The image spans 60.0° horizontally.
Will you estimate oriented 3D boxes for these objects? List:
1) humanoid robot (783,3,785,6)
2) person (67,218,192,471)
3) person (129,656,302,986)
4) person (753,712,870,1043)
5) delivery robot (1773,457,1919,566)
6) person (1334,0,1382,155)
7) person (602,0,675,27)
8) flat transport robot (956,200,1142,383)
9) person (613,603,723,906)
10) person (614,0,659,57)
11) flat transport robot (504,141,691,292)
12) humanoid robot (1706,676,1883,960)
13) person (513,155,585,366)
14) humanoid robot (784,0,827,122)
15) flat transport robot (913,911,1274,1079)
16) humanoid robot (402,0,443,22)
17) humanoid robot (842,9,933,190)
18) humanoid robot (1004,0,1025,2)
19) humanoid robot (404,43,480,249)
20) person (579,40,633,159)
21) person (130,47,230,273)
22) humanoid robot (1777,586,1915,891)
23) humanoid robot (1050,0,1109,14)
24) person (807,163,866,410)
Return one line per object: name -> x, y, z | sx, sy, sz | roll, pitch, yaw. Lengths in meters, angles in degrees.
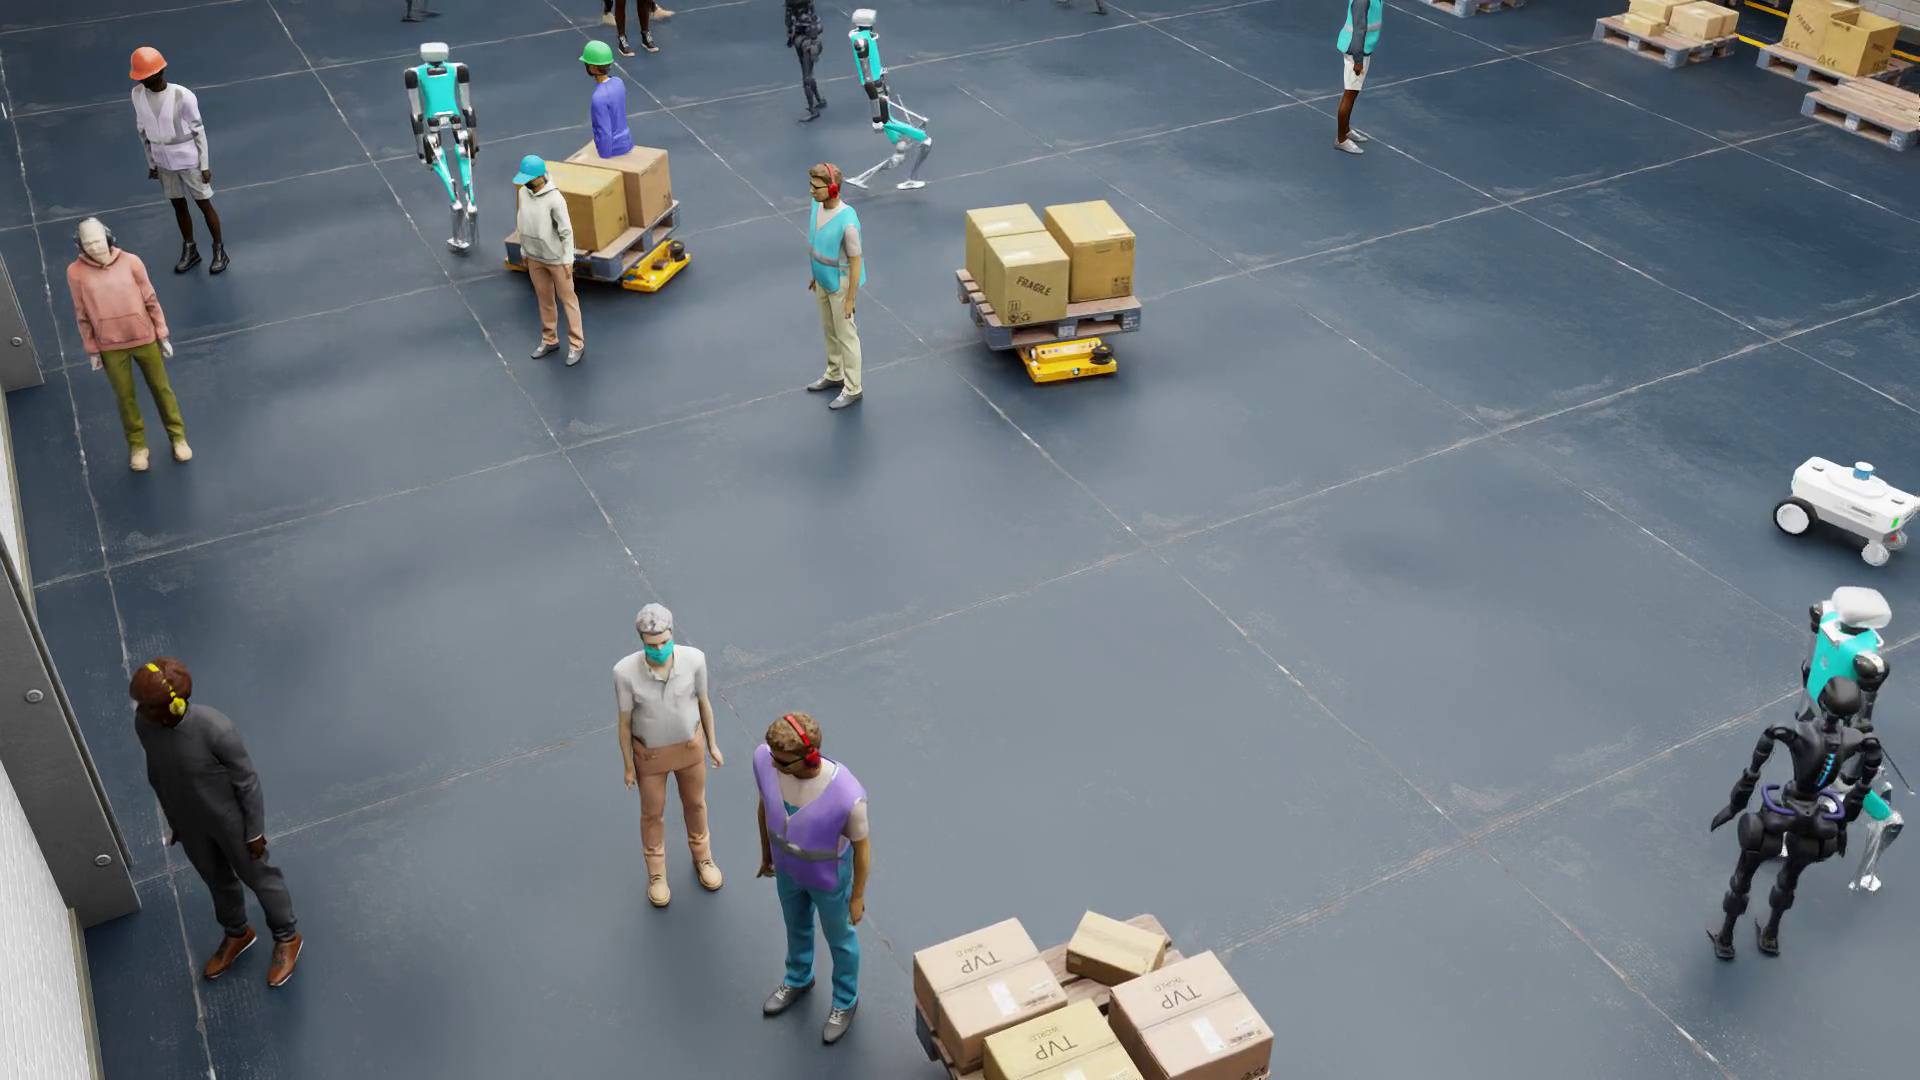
humanoid robot -> -1.850, -7.048, 19.386 | 0.735, 1.674, 0.533 | -19, 39, -25
person -> -5.643, -1.342, 11.265 | 0.535, 1.834, 0.352 | -15, 38, -20
person -> -3.361, 1.269, 7.507 | 0.491, 1.872, 0.355 | 7, 36, 10
person -> -0.633, 1.446, 7.285 | 0.563, 1.837, 0.396 | 20, 40, 26
delivery robot -> 5.761, -0.234, 10.810 | 0.499, 0.606, 0.796 | -27, 43, -33
person -> 3.833, -4.714, 15.991 | 0.418, 1.941, 0.551 | 11, 37, 16
person -> -3.818, -6.741, 19.135 | 0.848, 1.643, 0.523 | 0, 35, -1
flat transport robot -> 0.686, -1.689, 13.127 | 0.659, 0.231, 1.431 | -9, 36, -13
person -> -1.393, 1.014, 7.978 | 0.481, 1.748, 0.321 | -12, 37, -17
person -> -3.647, -6.333, 18.292 | 0.606, 1.959, 0.370 | -20, 40, -26
flat transport robot -> -3.090, -2.422, 14.174 | 1.431, 0.231, 0.659 | 11, 37, 16
humanoid robot -> 3.813, 1.275, 7.668 | 0.585, 1.655, 0.360 | 5, 35, 8
person -> -3.099, -2.102, 12.495 | 0.465, 1.670, 0.387 | 15, 38, 20
humanoid robot -> -1.533, -5.102, 16.788 | 0.472, 1.640, 0.610 | -22, 40, -28
flat transport robot -> 0.551, 2.391, 7.302 | 0.659, 0.231, 1.431 | -15, 38, -20
humanoid robot -> -6.378, -6.864, 19.292 | 0.502, 1.637, 0.612 | -4, 35, -6
humanoid robot -> -0.596, -3.910, 14.998 | 0.985, 1.717, 0.557 | 0, 35, 0
humanoid robot -> 0.598, -7.327, 19.880 | 0.530, 1.756, 0.760 | -11, 37, -16
humanoid robot -> -4.273, -3.189, 14.077 | 0.559, 1.888, 0.735 | -15, 38, -20
person -> -2.931, -3.269, 13.988 | 0.347, 1.874, 0.459 | 8, 36, 11
person -> -6.464, -3.122, 13.728 | 0.542, 1.929, 0.370 | 3, 35, 5
humanoid robot -> 4.390, 0.996, 8.063 | 0.835, 1.812, 0.536 | -2, 35, -3
humanoid robot -> 1.444, -7.013, 19.547 | 0.741, 1.629, 0.612 | 11, 36, 15
person -> -0.891, -1.837, 11.964 | 0.380, 1.844, 0.568 | -20, 40, -26
